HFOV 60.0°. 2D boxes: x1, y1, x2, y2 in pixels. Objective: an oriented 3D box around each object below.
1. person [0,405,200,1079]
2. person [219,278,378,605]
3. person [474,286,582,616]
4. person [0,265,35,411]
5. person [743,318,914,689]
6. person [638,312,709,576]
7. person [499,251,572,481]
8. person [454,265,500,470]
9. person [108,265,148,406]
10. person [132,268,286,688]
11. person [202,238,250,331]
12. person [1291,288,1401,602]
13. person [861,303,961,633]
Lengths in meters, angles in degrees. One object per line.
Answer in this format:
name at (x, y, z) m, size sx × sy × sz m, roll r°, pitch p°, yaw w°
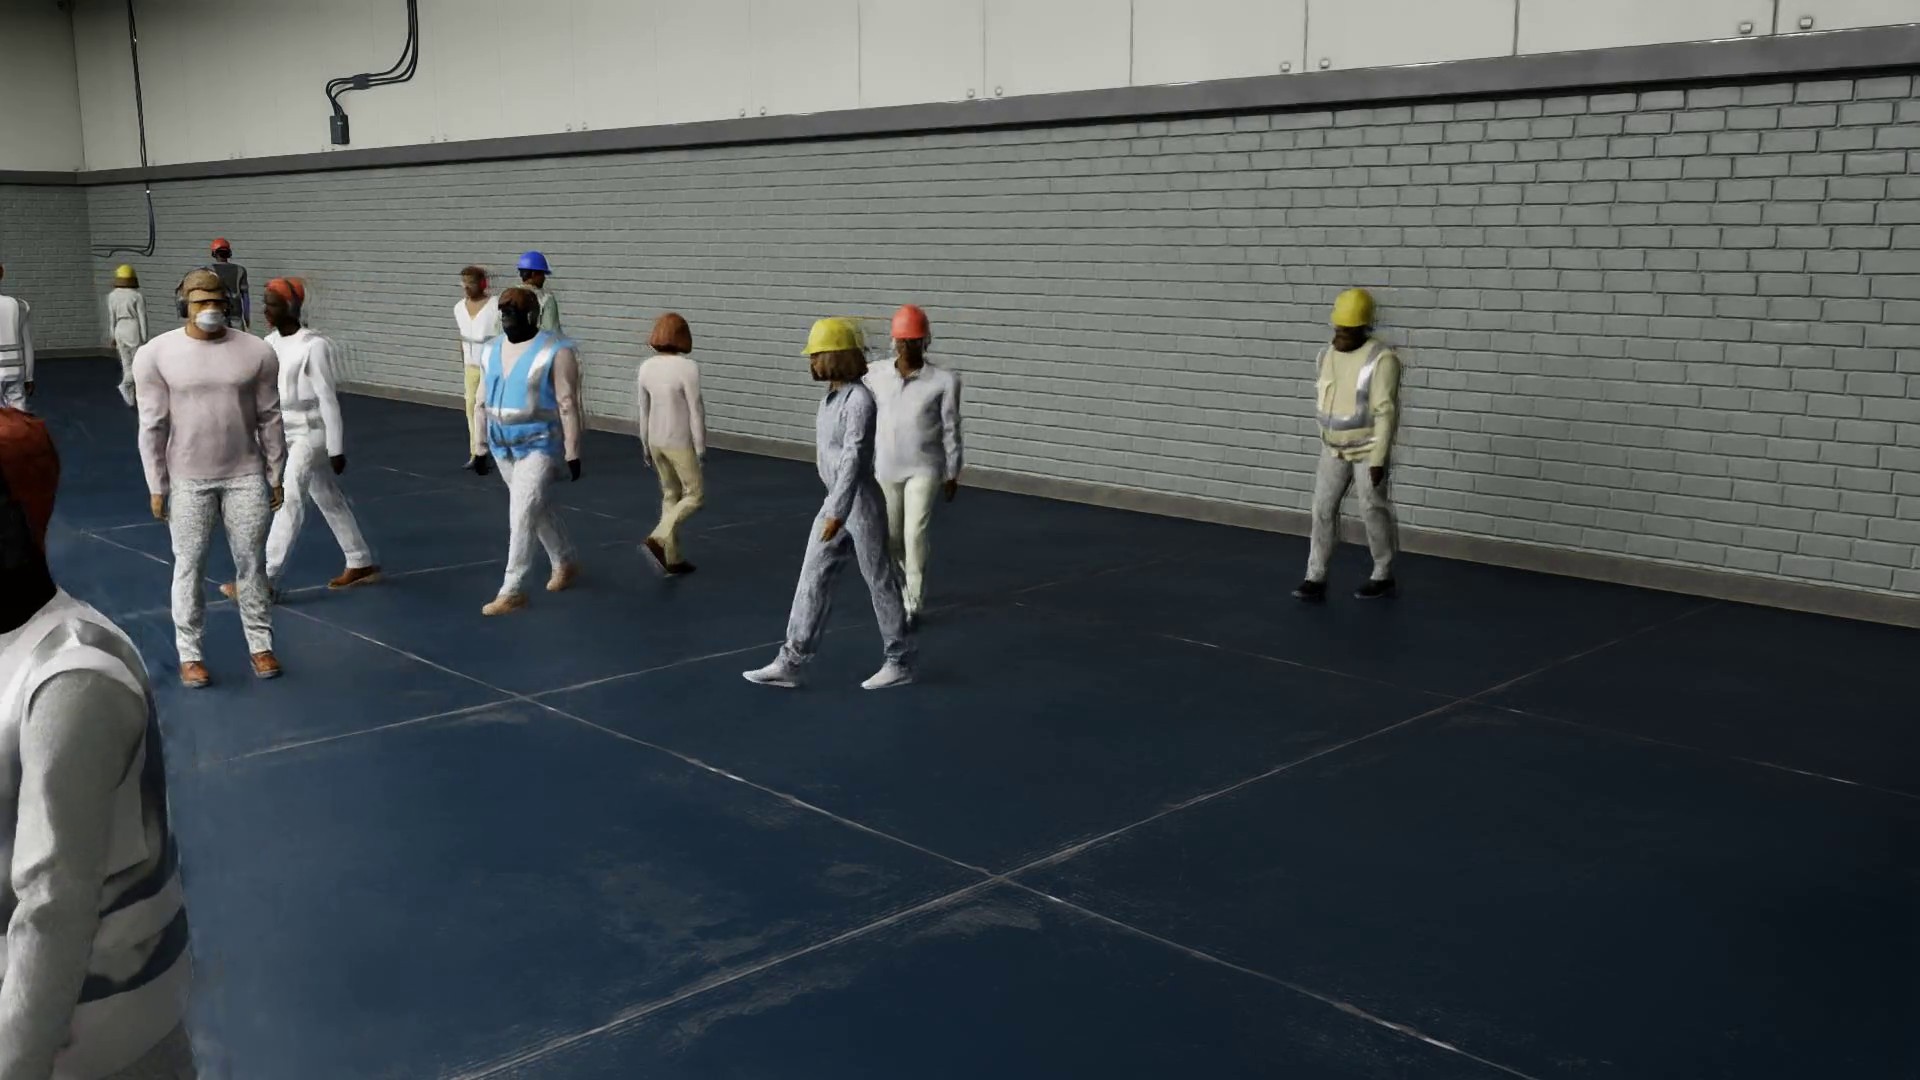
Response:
person at (-1.355, 0.712, 2.522) m, size 0.579 × 1.843 × 0.962 m, roll 10°, pitch 14°, yaw 43°
person at (-3.792, -0.564, 9.492) m, size 0.574 × 1.831 × 0.992 m, roll 10°, pitch 14°, yaw 44°
person at (-2.433, -0.533, 9.415) m, size 0.645 × 1.806 × 0.929 m, roll 5°, pitch 12°, yaw 26°
person at (-7.715, -1.298, 13.352) m, size 0.344 × 1.881 × 0.585 m, roll 5°, pitch 12°, yaw 26°
person at (-0.589, -0.133, 7.501) m, size 0.869 × 1.700 × 0.496 m, roll -6°, pitch 12°, yaw -29°
person at (-1.758, -0.557, 10.015) m, size 0.520 × 1.615 × 0.452 m, roll 8°, pitch 13°, yaw 37°
person at (-3.611, -1.469, 14.127) m, size 0.602 × 1.940 × 0.402 m, roll 5°, pitch 11°, yaw 25°
person at (-4.232, -1.566, 14.993) m, size 0.590 × 1.818 × 0.772 m, roll 4°, pitch 11°, yaw 19°
person at (-10.102, -2.466, 20.163) m, size 0.489 × 1.729 × 0.546 m, roll 1°, pitch 10°, yaw 8°
person at (-3.445, -0.285, 7.711) m, size 0.629 × 1.930 × 0.368 m, roll -7°, pitch 12°, yaw -33°
person at (-10.063, -3.111, 22.801) m, size 0.615 × 2.040 × 0.391 m, roll -10°, pitch 14°, yaw -43°
person at (2.199, -0.514, 9.334) m, size 0.831 × 1.780 × 0.614 m, roll -8°, pitch 13°, yaw -36°
person at (-0.260, -0.415, 8.952) m, size 0.561 × 1.725 × 0.726 m, roll 3°, pitch 11°, yaw 17°
